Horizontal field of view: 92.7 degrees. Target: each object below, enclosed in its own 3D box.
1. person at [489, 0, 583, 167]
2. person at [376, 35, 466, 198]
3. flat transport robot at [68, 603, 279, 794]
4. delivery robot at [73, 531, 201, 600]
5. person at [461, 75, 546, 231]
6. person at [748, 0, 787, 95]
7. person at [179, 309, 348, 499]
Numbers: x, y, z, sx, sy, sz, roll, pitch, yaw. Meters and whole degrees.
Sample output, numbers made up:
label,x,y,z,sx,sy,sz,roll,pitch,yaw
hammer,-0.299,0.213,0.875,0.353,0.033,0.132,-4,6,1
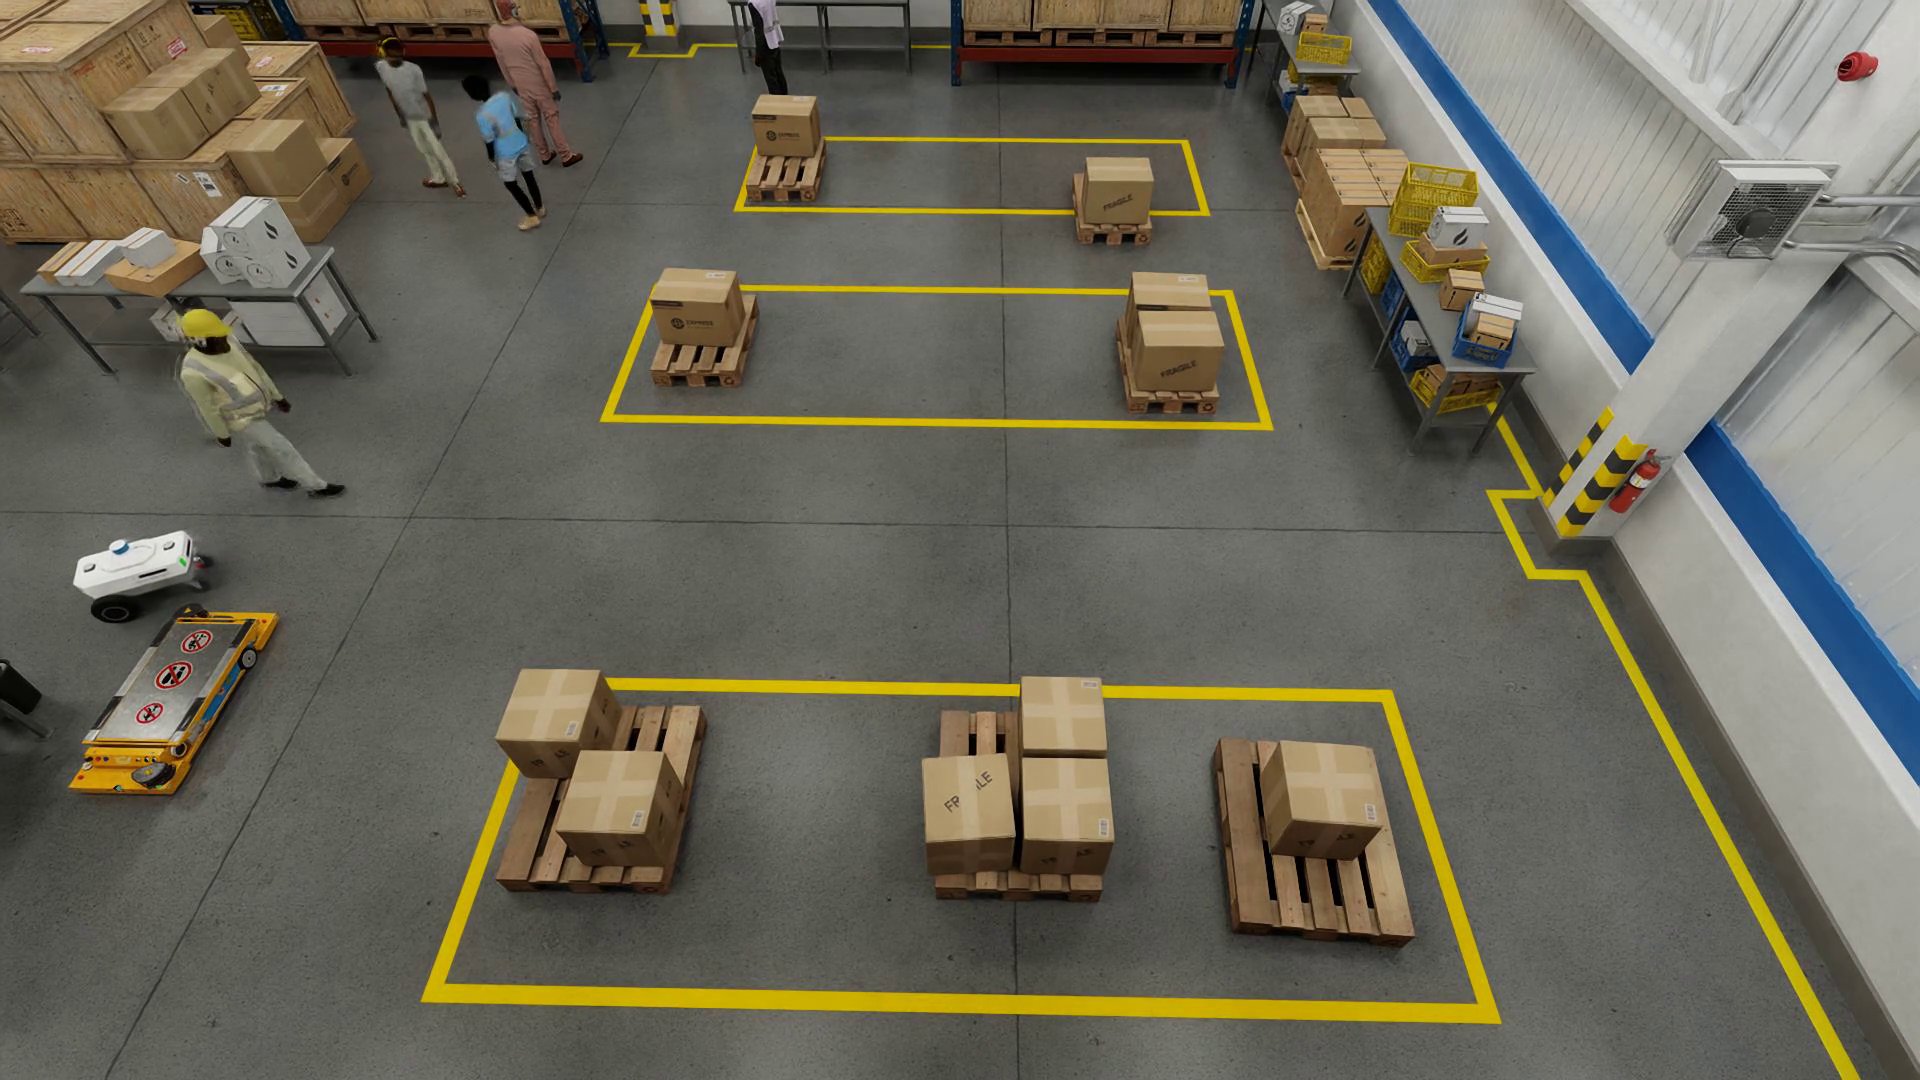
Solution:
label,x,y,z,sx,sy,sz,roll,pitch,yaw
person,-5.047,-5.412,10.867,0.651,1.904,0.403,12,51,10
person,-6.199,-4.779,10.382,0.705,1.829,0.397,7,50,6
flat transport robot,-5.504,1.072,6.442,0.652,0.197,1.431,1,50,1
delivery robot,-6.220,0.190,6.944,0.707,0.478,0.477,-19,52,-15
person,-4.926,-4.250,10.036,0.361,1.673,0.617,17,52,14
person,-2.428,-6.256,11.571,0.391,1.920,0.593,10,51,9
person,-5.581,-1.041,7.247,0.849,1.773,0.584,-5,50,-4
